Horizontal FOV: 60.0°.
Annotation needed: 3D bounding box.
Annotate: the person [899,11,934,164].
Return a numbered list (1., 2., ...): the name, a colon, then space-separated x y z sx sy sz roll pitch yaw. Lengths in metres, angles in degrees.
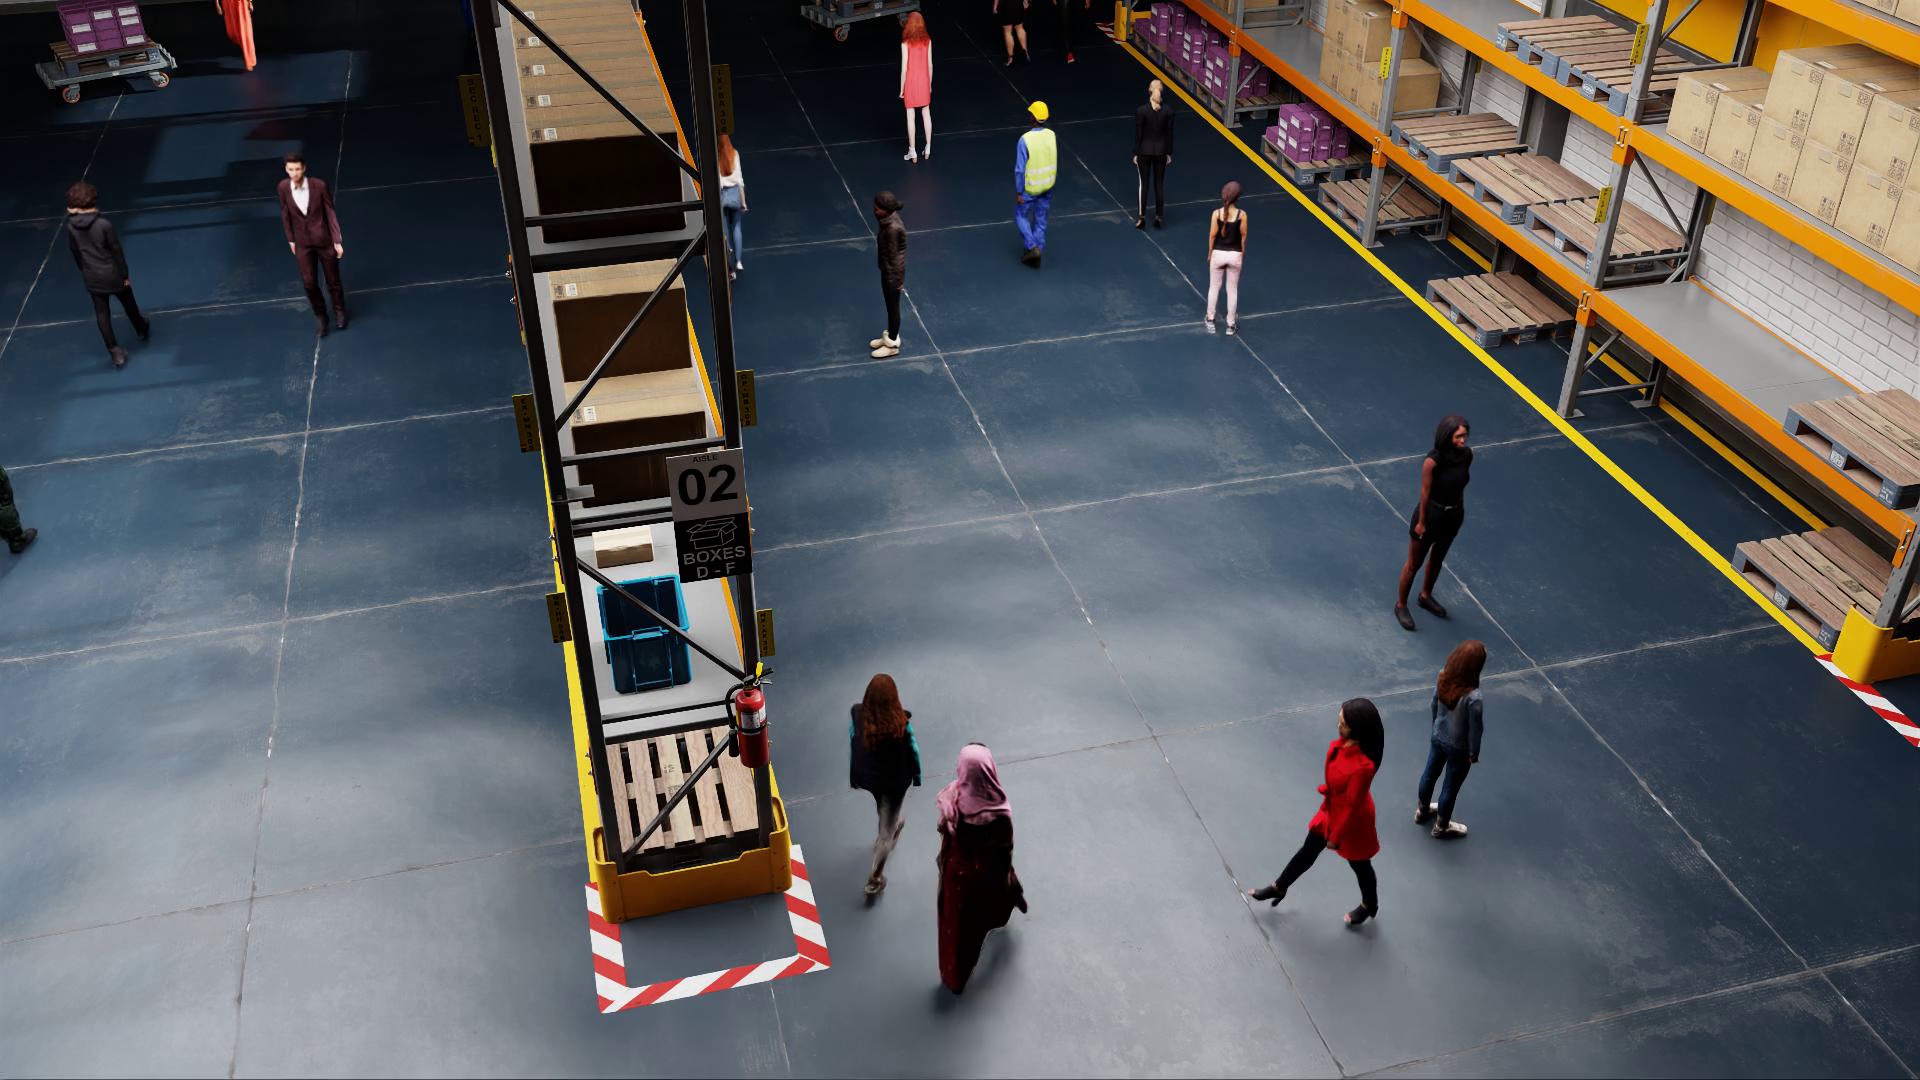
1. person: -0.531 -5.539 20.338 0.653 1.827 0.595 -18 38 -25

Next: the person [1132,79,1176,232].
1. person: 2.145 -4.291 18.570 0.660 1.705 0.591 -2 34 -3

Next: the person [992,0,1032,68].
1. person: 0.746 -7.493 23.392 0.790 1.699 0.753 -13 36 -19

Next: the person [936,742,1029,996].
1. person: 0.060 1.873 9.379 1.041 1.614 1.194 12 36 18

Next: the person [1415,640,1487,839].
1. person: 3.091 1.243 10.449 0.664 1.478 0.502 -15 37 -22

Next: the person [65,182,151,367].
1. person: -8.173 -2.490 15.838 0.727 1.730 1.104 -4 34 -6

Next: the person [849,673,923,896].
1. person: -0.481 1.488 10.089 0.906 1.469 1.062 10 35 15

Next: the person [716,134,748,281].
1. person: -2.429 -3.517 17.395 0.624 1.717 0.590 -11 35 -16

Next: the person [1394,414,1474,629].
1. person: 3.537 -0.158 12.320 0.648 1.740 0.592 -18 37 -24

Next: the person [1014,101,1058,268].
1. person: 0.844 -3.733 17.642 0.736 1.804 0.747 -16 37 -23

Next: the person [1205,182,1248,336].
1. person: 2.644 -2.783 16.429 0.660 1.563 0.772 4 34 5

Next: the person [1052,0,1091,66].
1. person: 1.585 -7.735 23.709 0.765 1.751 1.254 -4 34 -7

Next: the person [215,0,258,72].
1. person: -10.223 -7.574 23.436 0.669 1.787 1.017 -12 36 -18

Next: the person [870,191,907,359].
1. person: -0.647 -2.576 16.029 0.634 1.660 0.562 10 35 15

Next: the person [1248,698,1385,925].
1. person: 2.346 1.625 9.664 0.845 1.711 1.008 0 34 0

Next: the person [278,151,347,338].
1. person: -6.379 -2.988 16.483 0.706 1.846 0.726 -7 34 -10
